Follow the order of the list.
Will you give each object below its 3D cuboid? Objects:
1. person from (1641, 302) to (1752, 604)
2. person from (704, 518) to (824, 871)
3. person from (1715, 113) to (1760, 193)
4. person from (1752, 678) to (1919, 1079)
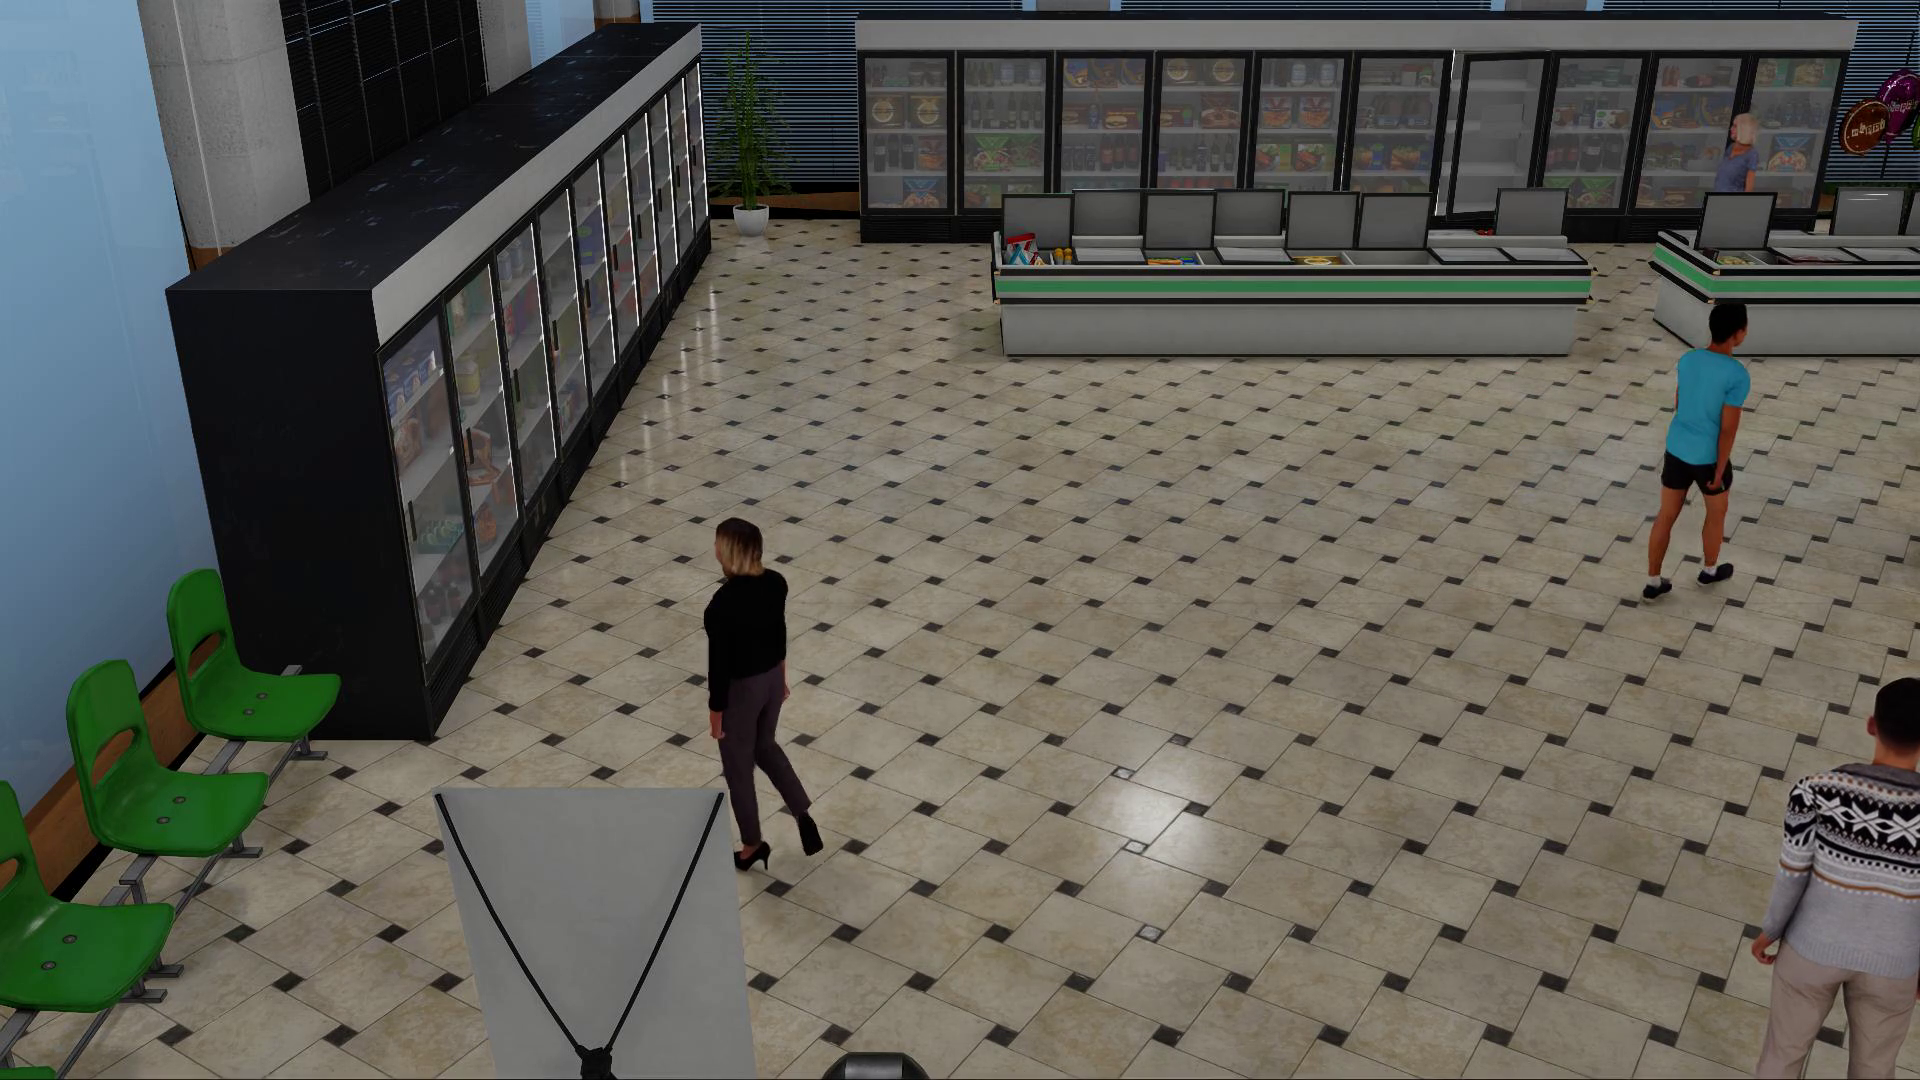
[{"bbox_3d":[4.109,-0.454,9.426,1.031,1.744,0.912,-16,28,-31],"label":"person"},{"bbox_3d":[-0.804,0.698,6.898,0.869,1.661,0.797,16,28,32],"label":"person"},{"bbox_3d":[7.225,-3.127,15.566,0.571,1.720,0.610,-5,24,-10],"label":"person"},{"bbox_3d":[2.834,1.294,5.287,0.656,1.860,0.819,9,25,21],"label":"person"}]
